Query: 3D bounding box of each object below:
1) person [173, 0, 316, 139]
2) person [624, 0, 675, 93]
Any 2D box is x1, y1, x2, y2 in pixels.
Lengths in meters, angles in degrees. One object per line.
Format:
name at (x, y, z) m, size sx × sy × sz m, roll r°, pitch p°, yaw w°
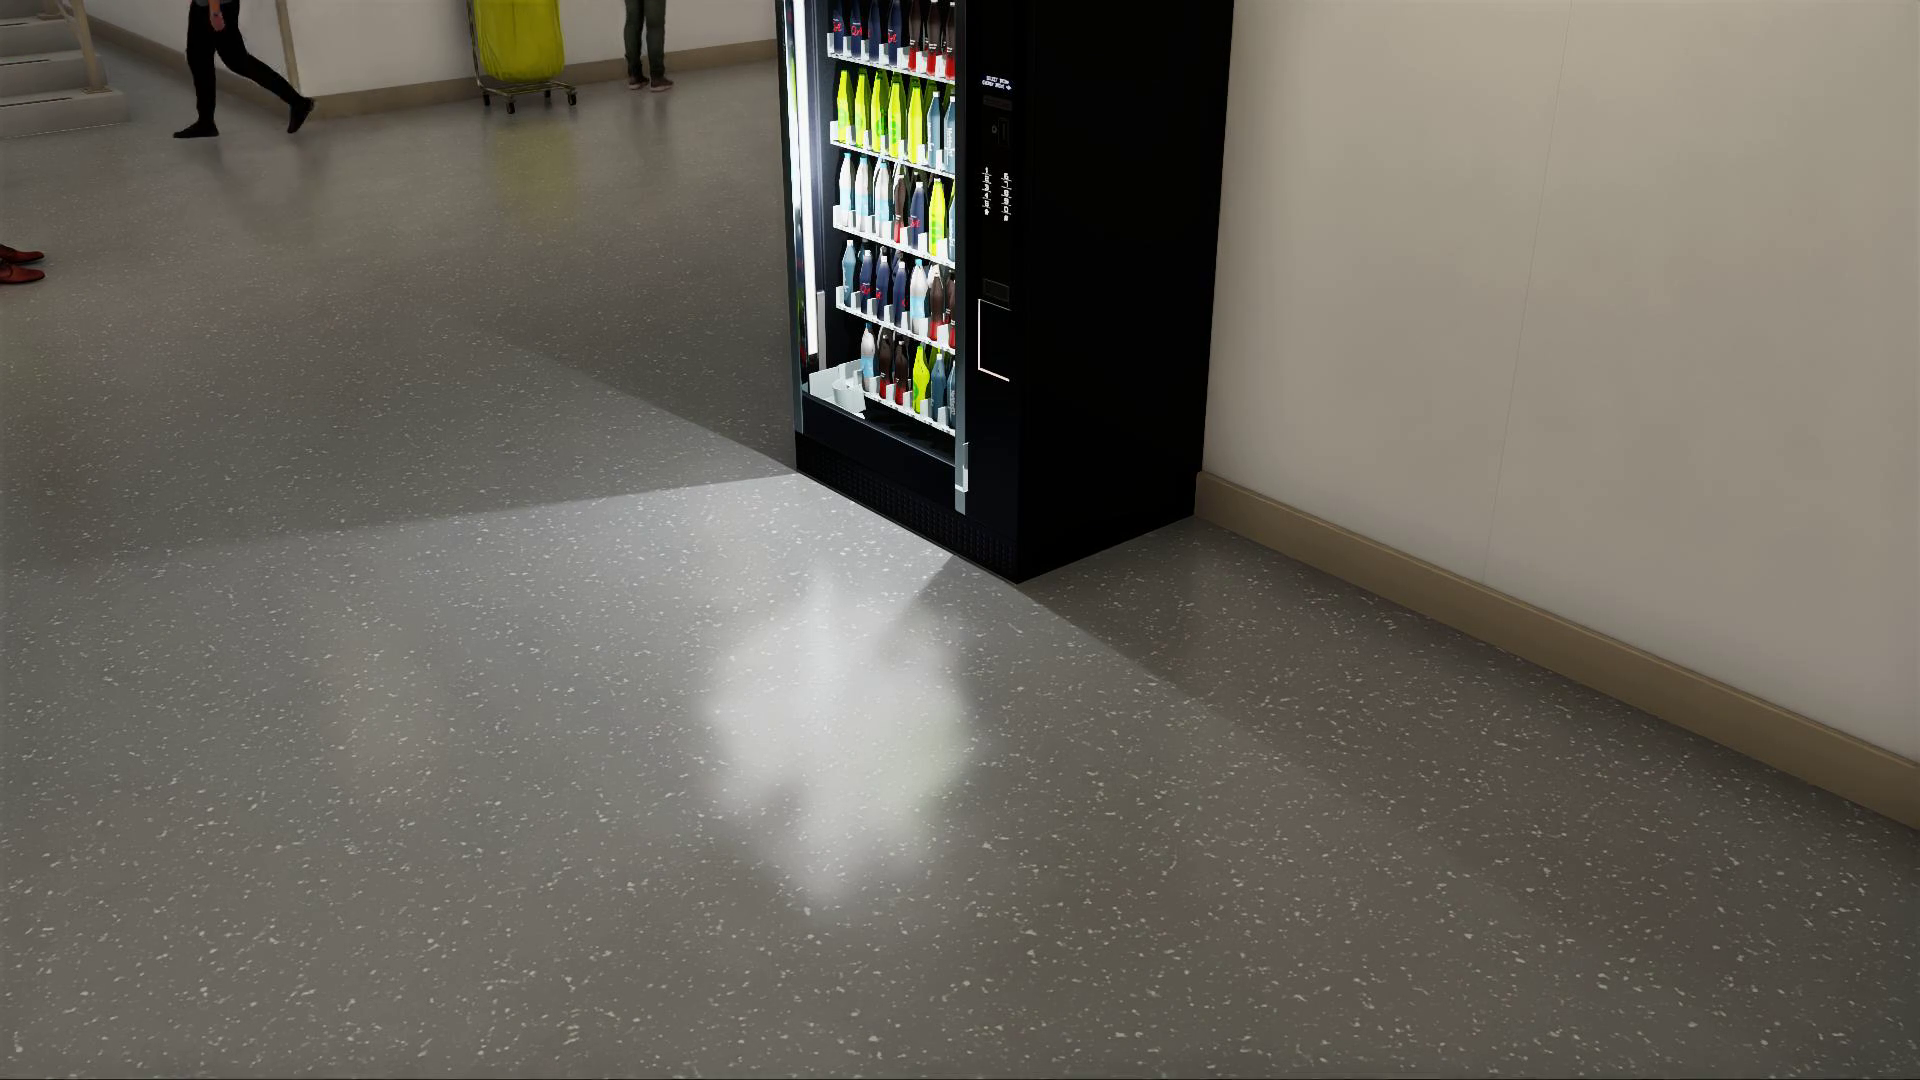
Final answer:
person at (-4.718, -3.459, 10.750) m, size 0.857 × 1.722 × 1.100 m, roll -13°, pitch 29°, yaw -25°
person at (-2.349, -4.167, 12.301) m, size 0.659 × 1.651 × 0.746 m, roll 7°, pitch 27°, yaw 15°
